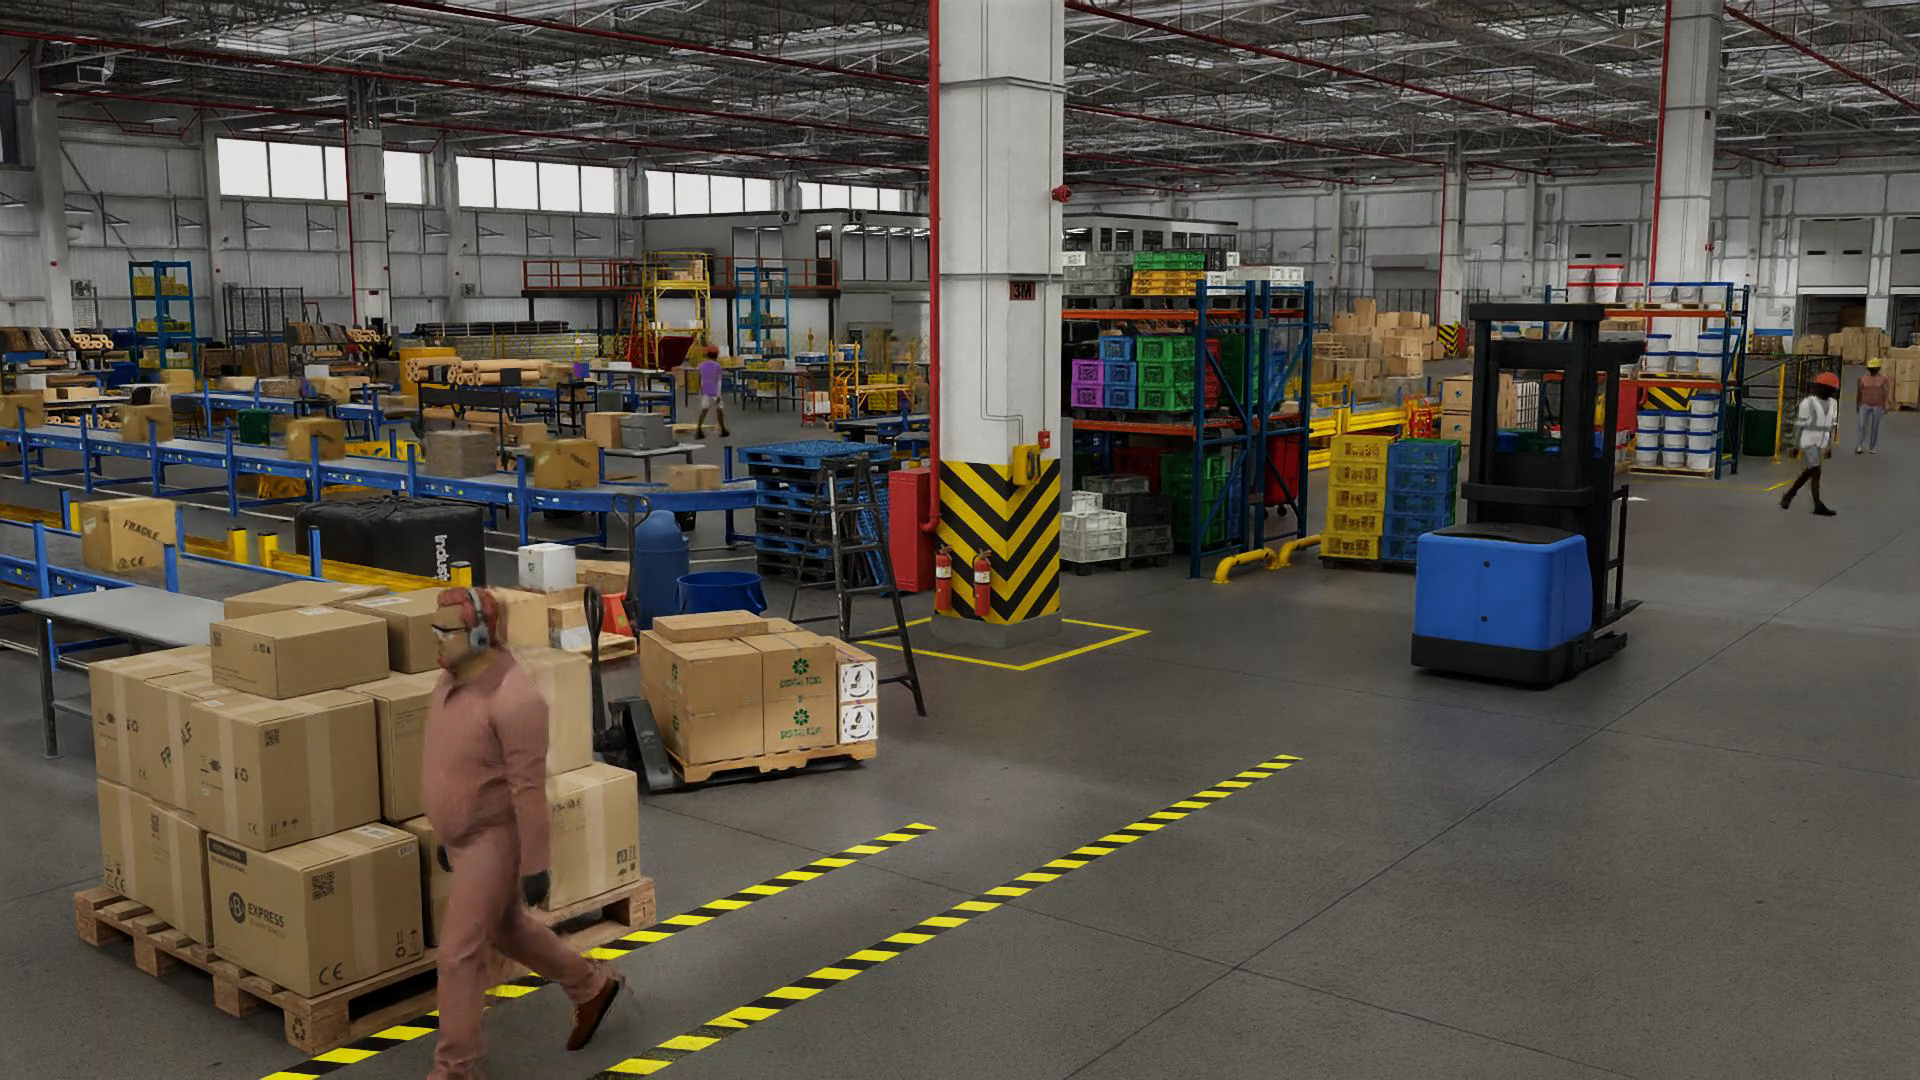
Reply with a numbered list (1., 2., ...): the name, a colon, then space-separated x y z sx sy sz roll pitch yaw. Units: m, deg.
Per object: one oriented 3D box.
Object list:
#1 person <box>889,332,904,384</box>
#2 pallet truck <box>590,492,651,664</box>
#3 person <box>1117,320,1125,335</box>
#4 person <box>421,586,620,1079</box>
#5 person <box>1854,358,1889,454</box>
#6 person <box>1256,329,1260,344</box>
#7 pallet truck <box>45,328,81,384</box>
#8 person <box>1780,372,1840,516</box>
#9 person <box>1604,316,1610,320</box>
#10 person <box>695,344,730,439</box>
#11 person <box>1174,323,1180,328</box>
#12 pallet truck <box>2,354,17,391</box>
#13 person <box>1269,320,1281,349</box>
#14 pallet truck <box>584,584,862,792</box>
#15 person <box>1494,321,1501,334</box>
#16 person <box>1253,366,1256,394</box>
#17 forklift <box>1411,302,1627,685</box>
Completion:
1. person: -1.983 -5.549 51.245 0.858 1.710 0.495 7 11 41
2. pallet truck: -3.115 0.344 12.883 0.653 1.274 1.630 7 11 37
3. person: 5.804 -7.026 60.511 0.423 1.914 0.551 -2 9 -10
4. person: -1.671 1.070 6.068 0.911 1.870 0.642 -7 11 -38
5. person: 16.383 -2.395 29.891 0.542 1.724 0.865 6 10 35
6. person: 12.404 -8.161 68.391 0.508 1.846 0.345 2 9 13
7. pallet truck: -23.775 -4.544 43.495 1.885 1.965 0.823 6 10 35
8. person: 11.213 -1.283 21.923 0.550 1.891 0.912 -3 9 -17
9. person: 29.209 -9.212 75.069 0.622 1.967 0.818 -5 10 -31
10. person: -4.962 -2.950 33.140 0.547 1.896 1.015 4 9 23
11. person: 7.766 -6.782 59.089 0.887 1.852 0.580 -3 9 -18
12. pallet truck: -24.881 -4.417 42.634 1.885 1.965 0.823 8 11 41
13. person: 12.465 -7.734 65.417 0.586 1.881 0.690 7 11 40
14. pallet truck: -1.426 0.805 10.019 1.601 1.201 0.680 -4 9 -26
15. person: 25.789 -9.873 79.912 0.439 1.850 0.553 6 10 33
16. person: 5.523 -2.849 32.437 0.659 1.894 0.459 7 11 40
17. forklift: 4.379 -0.438 12.852 1.129 2.768 1.873 7 11 37
